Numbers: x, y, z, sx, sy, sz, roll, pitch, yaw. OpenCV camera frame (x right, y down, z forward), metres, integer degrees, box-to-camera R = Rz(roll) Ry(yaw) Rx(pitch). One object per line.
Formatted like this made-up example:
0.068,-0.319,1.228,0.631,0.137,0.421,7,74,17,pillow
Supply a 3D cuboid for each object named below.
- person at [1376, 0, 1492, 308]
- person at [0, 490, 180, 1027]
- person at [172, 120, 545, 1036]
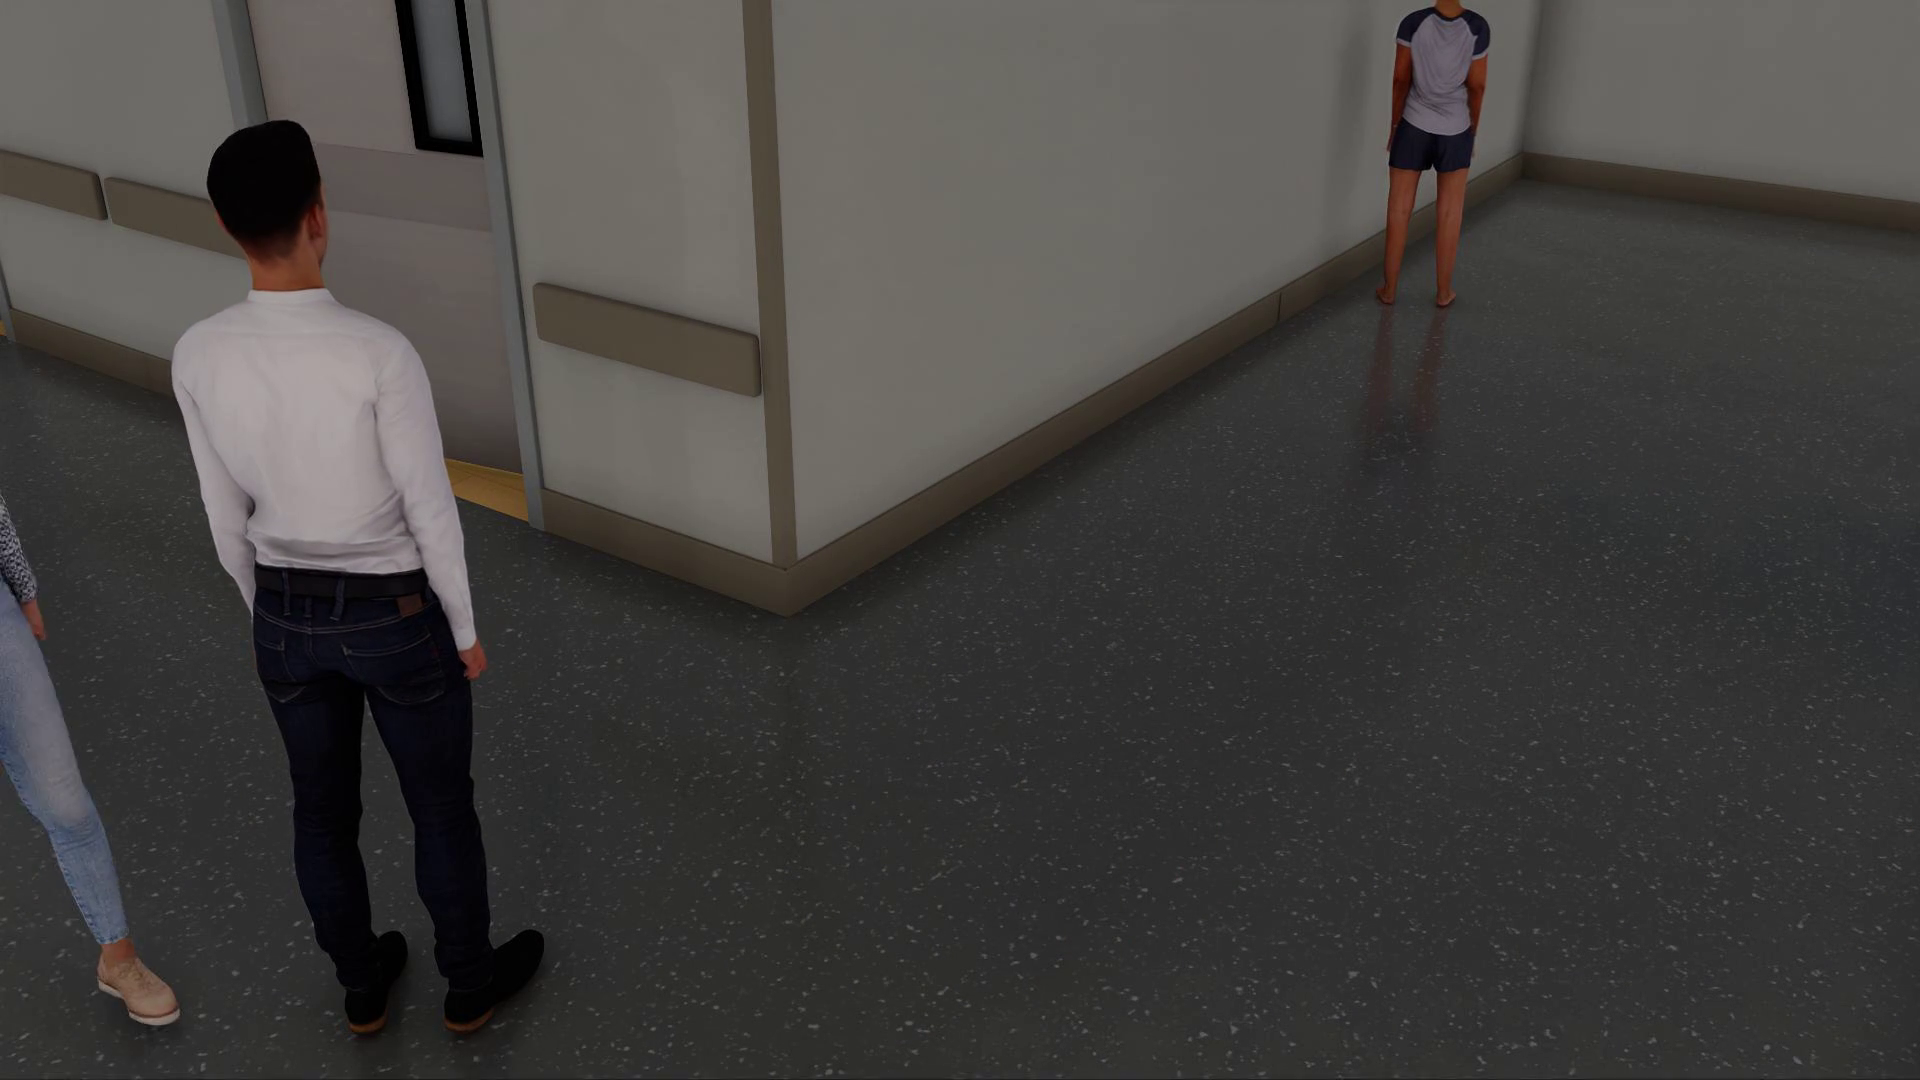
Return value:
2.198,-1.893,7.722,0.651,1.625,0.652,5,26,11,person
-2.056,0.254,3.228,0.735,1.661,0.987,17,31,32,person
-1.157,0.155,3.160,0.721,1.859,0.747,2,26,4,person
